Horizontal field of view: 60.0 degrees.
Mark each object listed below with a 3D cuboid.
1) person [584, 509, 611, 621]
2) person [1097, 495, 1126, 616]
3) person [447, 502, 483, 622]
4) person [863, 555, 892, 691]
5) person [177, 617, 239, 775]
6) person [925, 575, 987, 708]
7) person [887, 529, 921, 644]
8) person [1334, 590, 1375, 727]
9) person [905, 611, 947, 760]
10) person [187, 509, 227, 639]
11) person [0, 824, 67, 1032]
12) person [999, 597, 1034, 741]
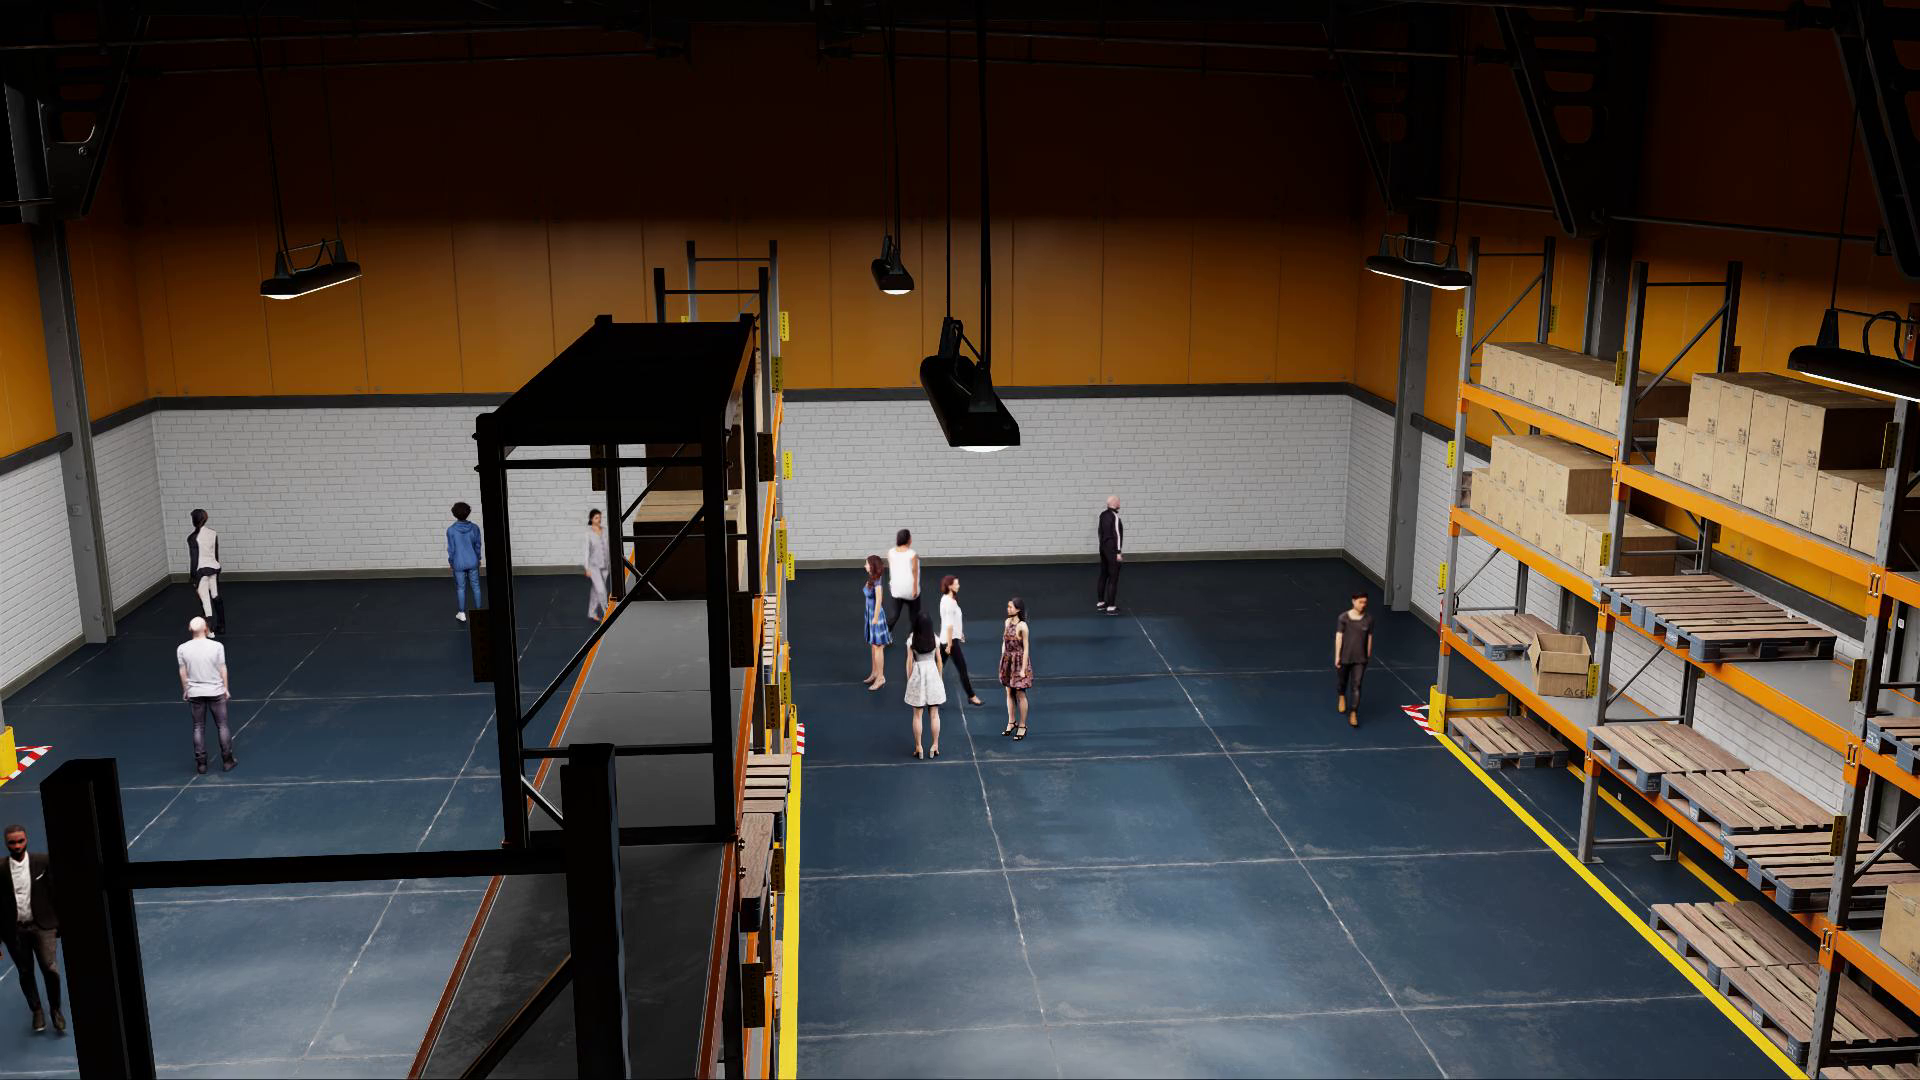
[{"bbox_3d":[-5.455,0.401,24.886,1.128,1.736,1.047,12,18,40],"label":"person"},{"bbox_3d":[2.295,0.205,25.486,0.818,1.834,0.651,-6,15,-25],"label":"person"},{"bbox_3d":[-7.467,0.309,25.107,0.746,1.811,0.704,-6,15,-25],"label":"person"},{"bbox_3d":[-1.133,1.074,21.961,0.757,1.805,0.556,-3,14,-12],"label":"person"},{"bbox_3d":[-8.638,1.766,19.048,0.689,1.831,0.633,-3,14,-13],"label":"person"},{"bbox_3d":[-0.232,1.320,21.065,0.690,1.749,1.051,-1,14,-6],"label":"person"},{"bbox_3d":[-0.827,0.679,23.888,1.010,1.666,1.112,9,16,33],"label":"person"},{"bbox_3d":[4.883,1.420,20.779,0.785,1.689,1.128,2,14,10],"label":"person"},{"bbox_3d":[-0.412,1.691,19.479,0.633,1.774,0.615,-1,14,-4],"label":"person"},{"bbox_3d":[-11.002,0.473,24.257,0.831,1.893,0.693,5,15,20],"label":"person"},{"bbox_3d":[-7.589,3.127,13.518,0.783,1.788,0.795,-7,15,-27],"label":"person"},{"bbox_3d":[0.665,1.544,20.089,0.856,1.774,0.776,-10,17,-36],"label":"person"}]
